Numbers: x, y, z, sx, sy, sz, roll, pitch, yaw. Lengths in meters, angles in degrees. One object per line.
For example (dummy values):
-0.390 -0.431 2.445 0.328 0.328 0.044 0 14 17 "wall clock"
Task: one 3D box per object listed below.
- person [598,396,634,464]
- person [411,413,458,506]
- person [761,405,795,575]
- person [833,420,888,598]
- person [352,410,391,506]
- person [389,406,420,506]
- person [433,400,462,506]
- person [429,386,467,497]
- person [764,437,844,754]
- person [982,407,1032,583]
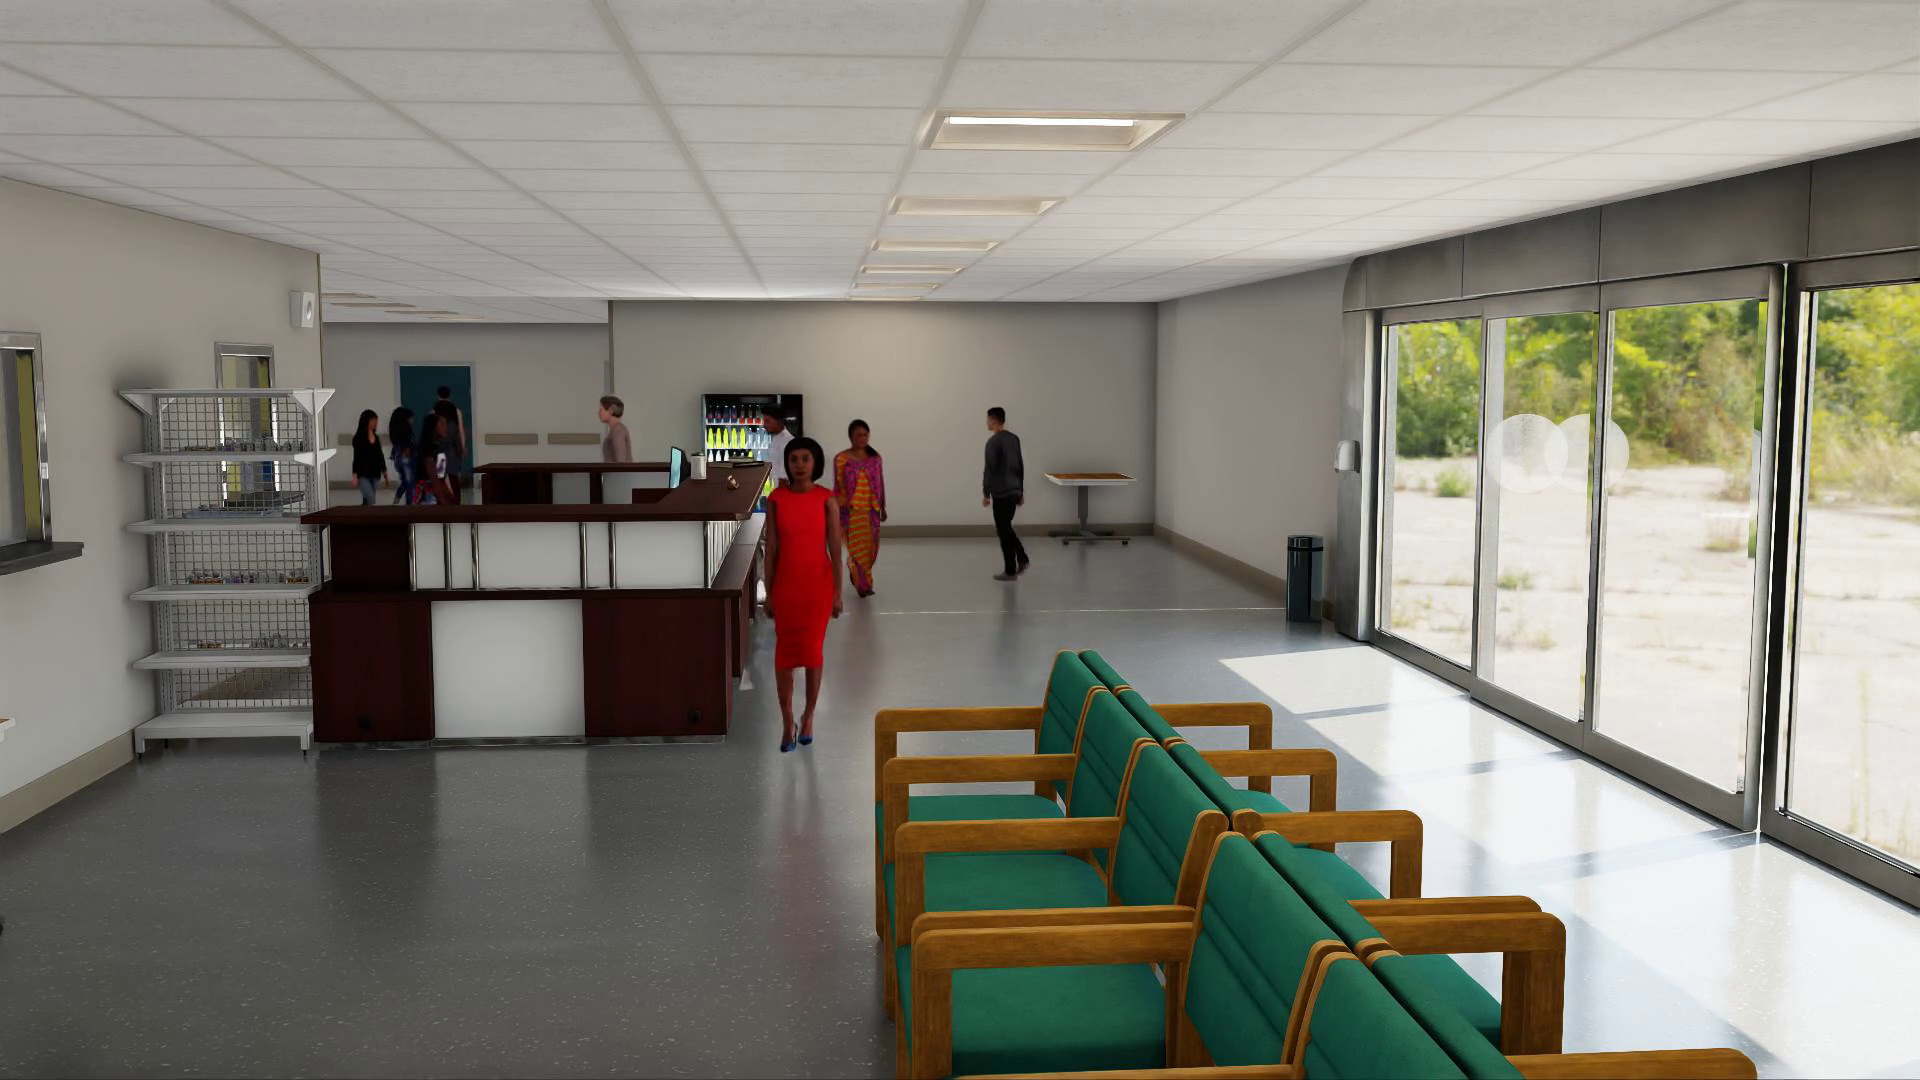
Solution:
-3.261 -0.477 16.526 1.212 1.823 0.670 -1 6 -6 "person"
-5.024 -0.296 15.508 1.238 1.667 0.652 0 6 -1 "person"
-1.693 -0.489 16.952 0.826 1.762 0.809 -2 6 -15 "person"
-0.947 -0.308 15.632 1.116 1.666 0.960 -3 6 -25 "person"
-7.388 -0.785 20.574 0.900 1.627 0.801 3 6 25 "person"
-7.862 -1.071 23.451 0.738 1.619 0.816 3 6 27 "person"
-7.263 -1.124 23.518 0.616 1.710 0.720 -4 7 -36 "person"
-7.783 -1.381 25.282 0.986 1.870 0.989 -3 6 -27 "person"
-0.873 0.296 9.327 0.715 1.727 0.671 0 6 -2 "person"
0.521 -0.443 16.570 0.854 1.746 0.798 5 7 39 "person"
